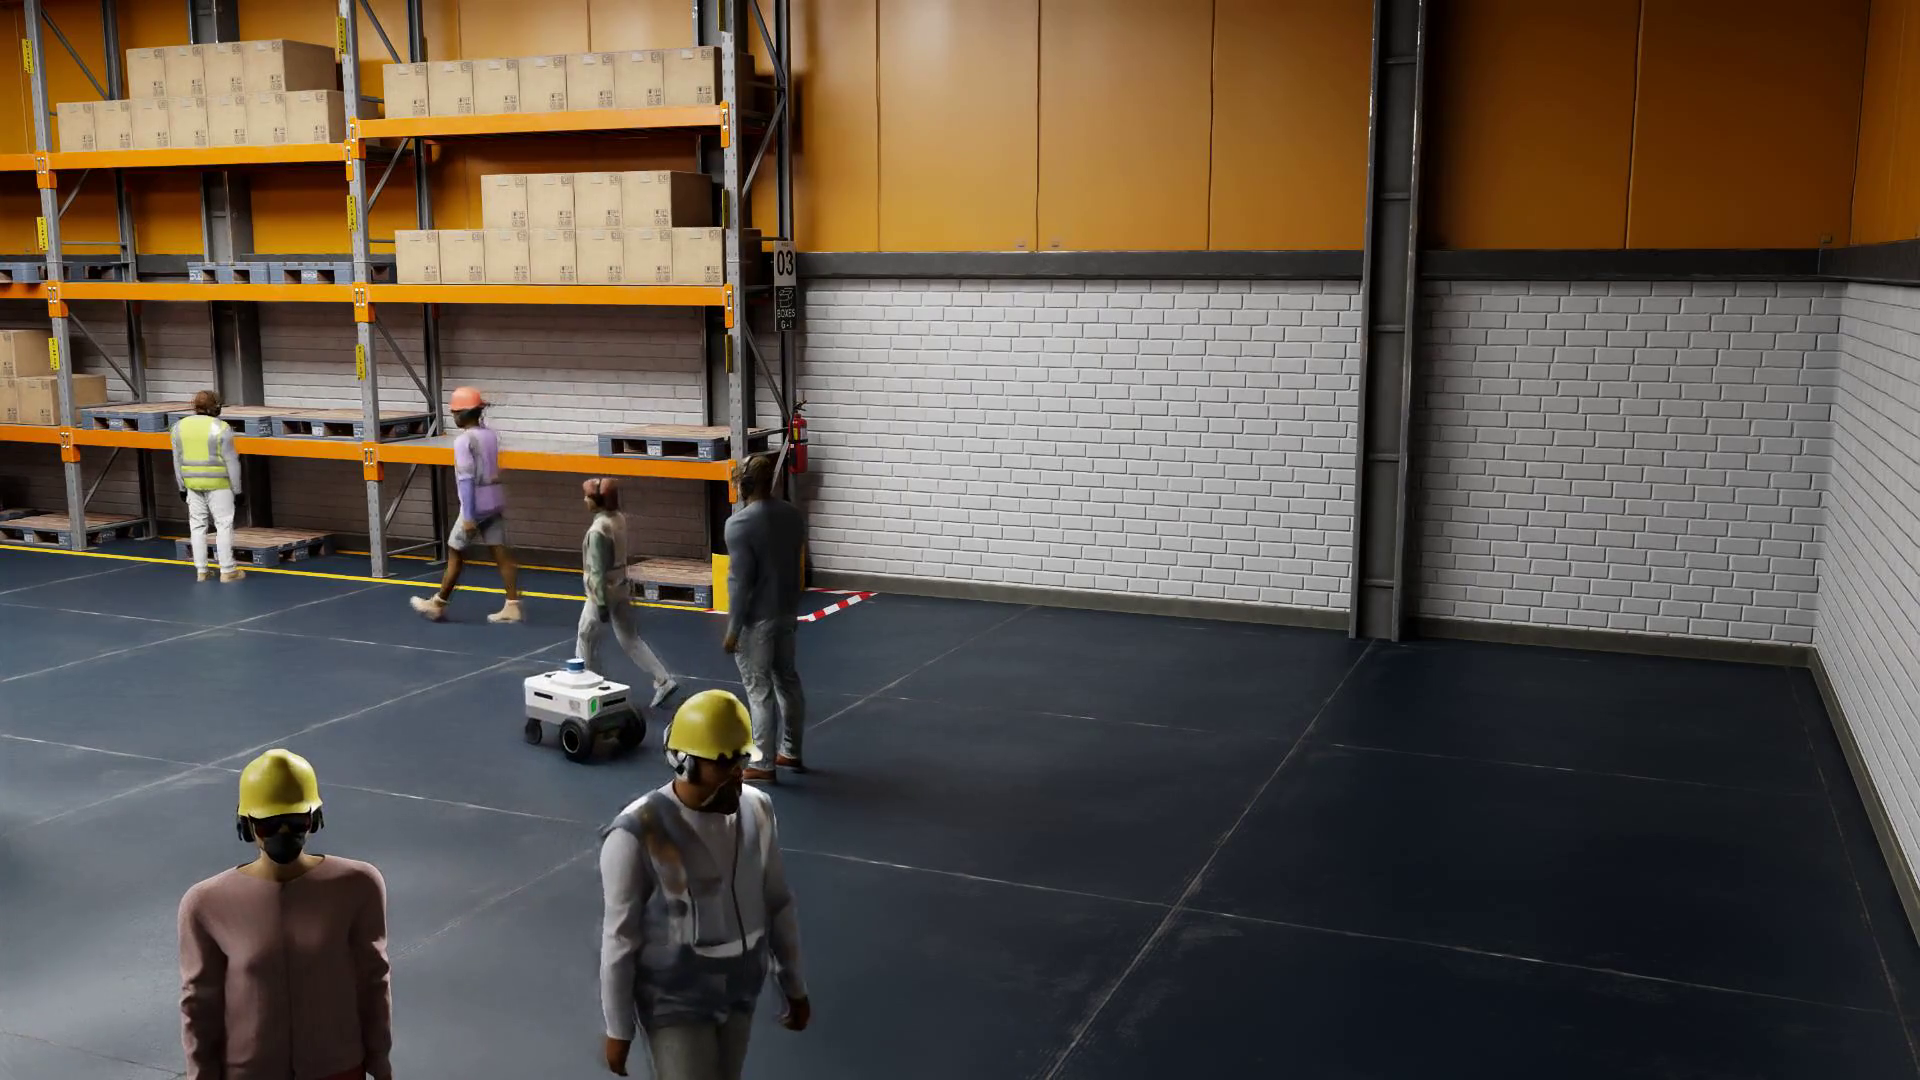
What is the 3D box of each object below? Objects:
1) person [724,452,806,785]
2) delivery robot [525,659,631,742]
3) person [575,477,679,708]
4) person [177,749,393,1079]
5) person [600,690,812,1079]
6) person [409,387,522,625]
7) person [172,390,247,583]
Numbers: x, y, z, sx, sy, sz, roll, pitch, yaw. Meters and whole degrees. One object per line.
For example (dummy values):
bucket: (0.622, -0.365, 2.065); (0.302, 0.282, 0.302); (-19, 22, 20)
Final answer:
person: (-1.139, 0.455, 9.698); (0.357, 1.936, 0.635); (6, 11, 32)
delivery robot: (-2.389, 0.985, 10.380); (0.707, 0.478, 0.477); (7, 12, 37)
person: (-2.331, 0.366, 11.211); (0.793, 1.608, 0.509); (2, 10, 12)
person: (-1.763, 1.412, 4.408); (0.525, 1.772, 0.305); (-5, 11, -29)
person: (-0.642, 1.330, 4.757); (0.690, 1.810, 0.625); (8, 12, 39)
person: (-4.143, -0.276, 13.944); (1.017, 1.991, 0.639); (2, 10, 15)
person: (-7.140, -0.503, 15.854); (0.655, 1.829, 0.430); (1, 9, 8)
